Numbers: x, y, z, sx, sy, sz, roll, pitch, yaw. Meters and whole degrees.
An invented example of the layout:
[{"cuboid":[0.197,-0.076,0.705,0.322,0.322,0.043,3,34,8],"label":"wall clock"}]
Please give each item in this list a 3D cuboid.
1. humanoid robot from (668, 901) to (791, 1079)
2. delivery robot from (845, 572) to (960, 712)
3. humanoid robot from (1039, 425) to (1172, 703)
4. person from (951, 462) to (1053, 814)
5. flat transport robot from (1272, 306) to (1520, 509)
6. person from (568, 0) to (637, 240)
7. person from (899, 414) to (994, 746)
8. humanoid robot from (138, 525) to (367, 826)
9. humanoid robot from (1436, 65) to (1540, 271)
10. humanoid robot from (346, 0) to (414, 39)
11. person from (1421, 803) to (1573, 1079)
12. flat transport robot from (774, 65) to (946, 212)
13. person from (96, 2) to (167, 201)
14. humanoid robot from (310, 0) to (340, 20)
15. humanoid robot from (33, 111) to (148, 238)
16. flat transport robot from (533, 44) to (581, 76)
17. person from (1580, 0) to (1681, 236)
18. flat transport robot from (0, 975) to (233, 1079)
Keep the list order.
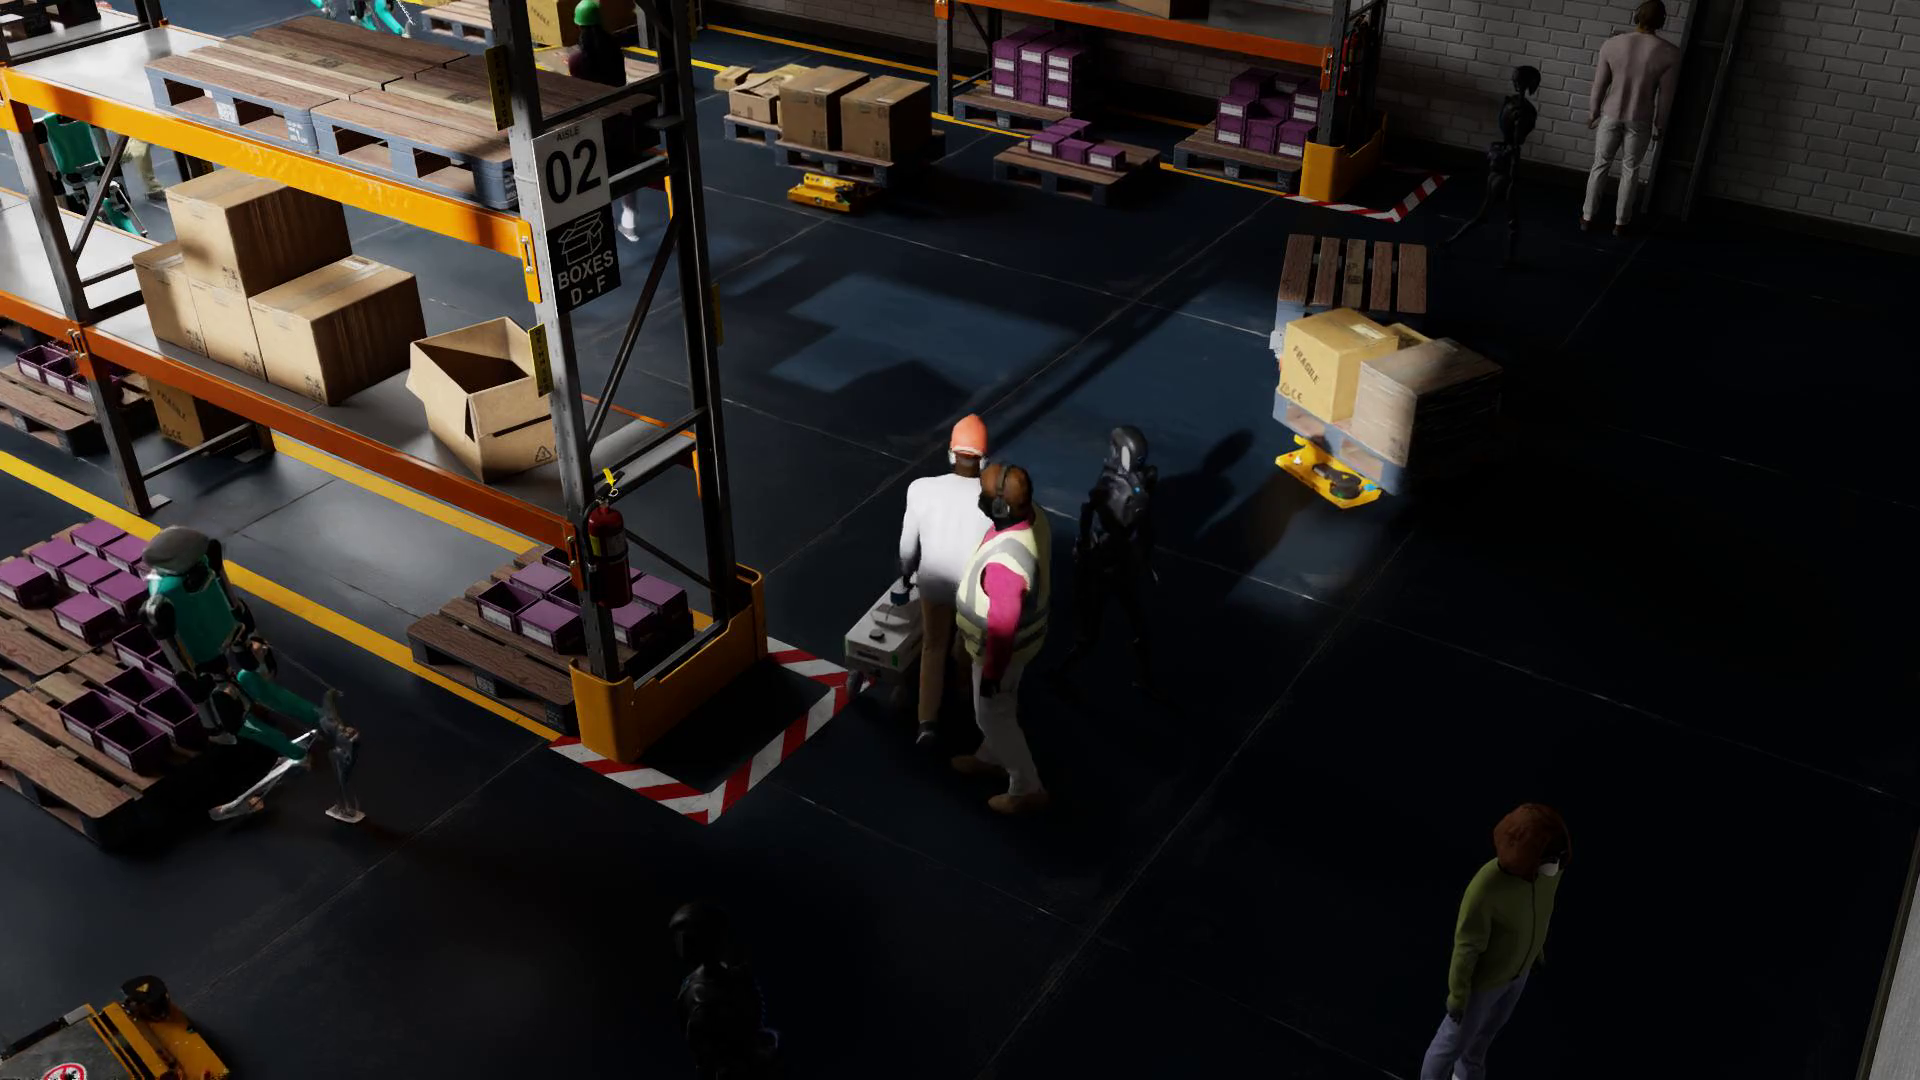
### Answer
[{"cuboid":[-0.713,1.913,5.650,0.468,1.628,0.623,4,33,6],"label":"humanoid robot"},{"cuboid":[-0.307,0.494,8.859,0.499,0.602,0.802,15,36,22],"label":"delivery robot"},{"cuboid":[0.763,0.136,8.411,0.613,1.633,0.629,-27,42,-35],"label":"humanoid robot"},{"cuboid":[0.191,0.459,7.748,0.506,1.836,0.641,7,34,10],"label":"person"},{"cuboid":[2.818,-0.594,10.786,1.431,0.231,0.659,-18,37,-25],"label":"flat transport robot"},{"cuboid":[-2.973,-3.475,13.703,0.517,1.914,0.859,-21,39,-29],"label":"person"},{"cuboid":[-0.025,0.230,8.199,0.602,1.709,0.769,4,33,7],"label":"person"},{"cuboid":[-3.094,0.703,7.471,0.996,1.752,0.588,4,33,6],"label":"humanoid robot"},{"cuboid":[4.260,-2.925,13.131,0.752,1.652,0.584,6,33,9],"label":"humanoid robot"},{"cuboid":[-5.826,-5.346,16.766,0.776,1.783,0.537,24,40,32],"label":"humanoid robot"},{"cuboid":[1.987,1.600,6.160,0.506,1.631,0.264,-20,38,-28],"label":"person"},{"cuboid":[-0.889,-3.313,14.965,0.659,0.231,1.431,17,37,24],"label":"flat transport robot"},{"cuboid":[-7.238,-3.756,14.297,0.590,1.731,0.570,-1,33,-2],"label":"person"},{"cuboid":[-6.996,-6.099,17.809,0.754,1.694,0.536,14,35,20],"label":"humanoid robot"},{"cuboid":[-6.234,-2.436,12.149,0.735,1.677,0.533,23,40,31],"label":"humanoid robot"},{"cuboid":[-4.111,-4.942,17.468,0.659,0.231,1.431,-22,39,-30],"label":"flat transport robot"},{"cuboid":[5.484,-3.466,13.671,0.633,1.937,0.353,16,36,23],"label":"person"},{"cuboid":[-3.635,2.274,6.378,0.659,0.231,1.431,28,42,36],"label":"flat transport robot"}]
